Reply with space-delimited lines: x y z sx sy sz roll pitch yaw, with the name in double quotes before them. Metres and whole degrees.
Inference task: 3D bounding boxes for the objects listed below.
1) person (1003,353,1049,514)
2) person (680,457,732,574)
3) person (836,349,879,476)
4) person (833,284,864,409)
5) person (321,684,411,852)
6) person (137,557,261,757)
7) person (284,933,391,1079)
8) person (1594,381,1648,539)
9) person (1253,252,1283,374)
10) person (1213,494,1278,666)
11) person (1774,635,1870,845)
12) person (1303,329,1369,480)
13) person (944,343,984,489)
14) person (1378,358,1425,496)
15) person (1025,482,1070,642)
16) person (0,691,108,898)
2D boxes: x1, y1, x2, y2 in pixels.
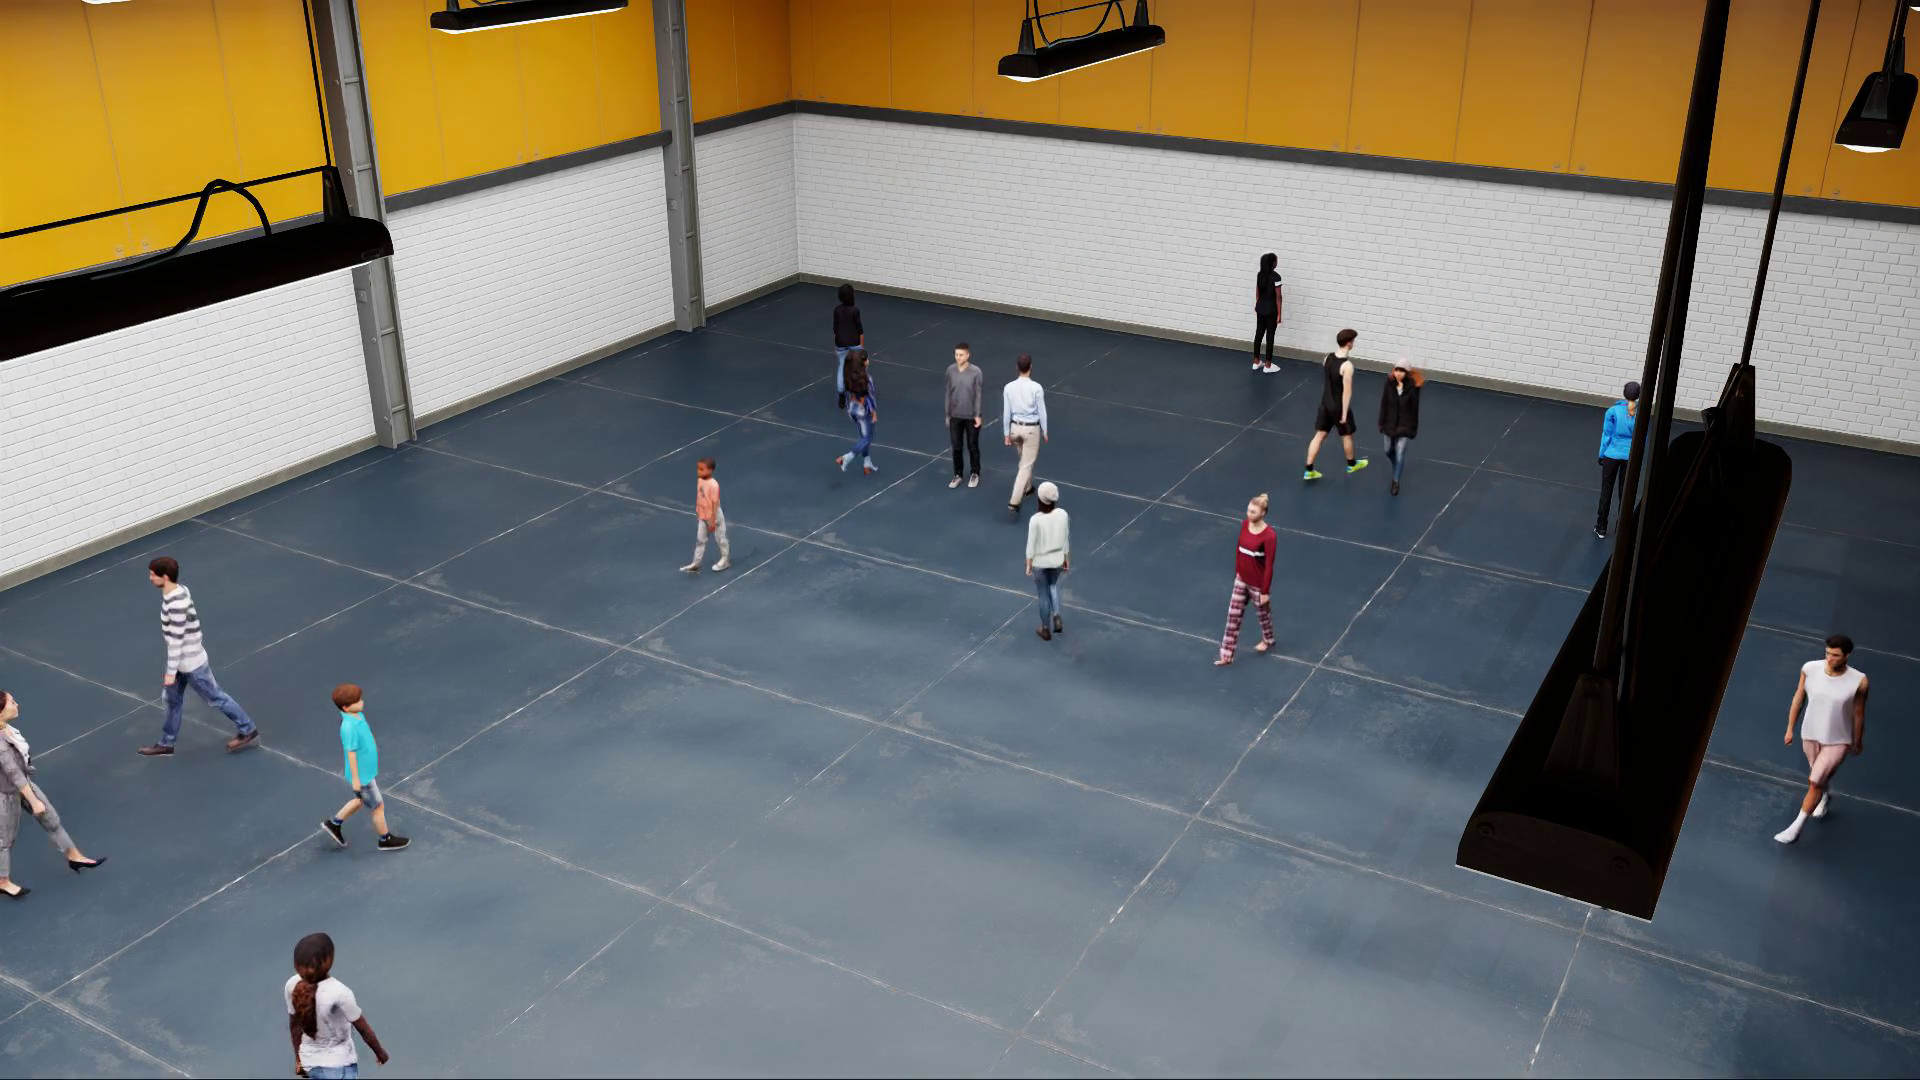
"person" 0.725 -1.179 18.918 0.670 1.811 1.213 11 26 23
"person" -2.568 -0.274 17.504 0.873 1.286 0.653 -21 31 -39
"person" -1.215 -1.489 19.890 0.973 1.600 0.782 -21 31 -39
"person" -1.493 -2.595 22.292 0.636 1.703 0.634 5 24 11
"person" -4.639 1.748 12.696 0.907 1.431 0.887 -4 24 -9
"person" -6.367 0.999 13.944 1.281 1.804 1.052 -13 27 -27
"person" -3.615 3.040 9.421 0.699 1.688 1.052 9 25 19
"person" 7.251 -0.886 18.265 0.662 1.797 0.595 7 25 16
"person" 4.406 -3.273 23.809 0.704 1.730 0.695 -18 29 -35
"person" 2.795 0.375 15.564 1.146 1.650 0.866 -20 30 -38
"person" 6.764 1.494 12.901 1.281 1.734 0.963 -18 30 -36
"person" 4.393 -1.565 19.763 1.288 1.842 1.059 -14 27 -28
"person" 0.080 -1.487 19.688 0.691 1.758 0.684 6 24 14
"person" 5.187 -1.379 19.616 0.645 1.618 0.865 11 26 23
"person" 0.877 0.228 15.911 0.739 1.642 0.803 -10 25 -21
"person" -6.990 1.894 12.100 1.086 1.641 0.985 -8 25 -18
